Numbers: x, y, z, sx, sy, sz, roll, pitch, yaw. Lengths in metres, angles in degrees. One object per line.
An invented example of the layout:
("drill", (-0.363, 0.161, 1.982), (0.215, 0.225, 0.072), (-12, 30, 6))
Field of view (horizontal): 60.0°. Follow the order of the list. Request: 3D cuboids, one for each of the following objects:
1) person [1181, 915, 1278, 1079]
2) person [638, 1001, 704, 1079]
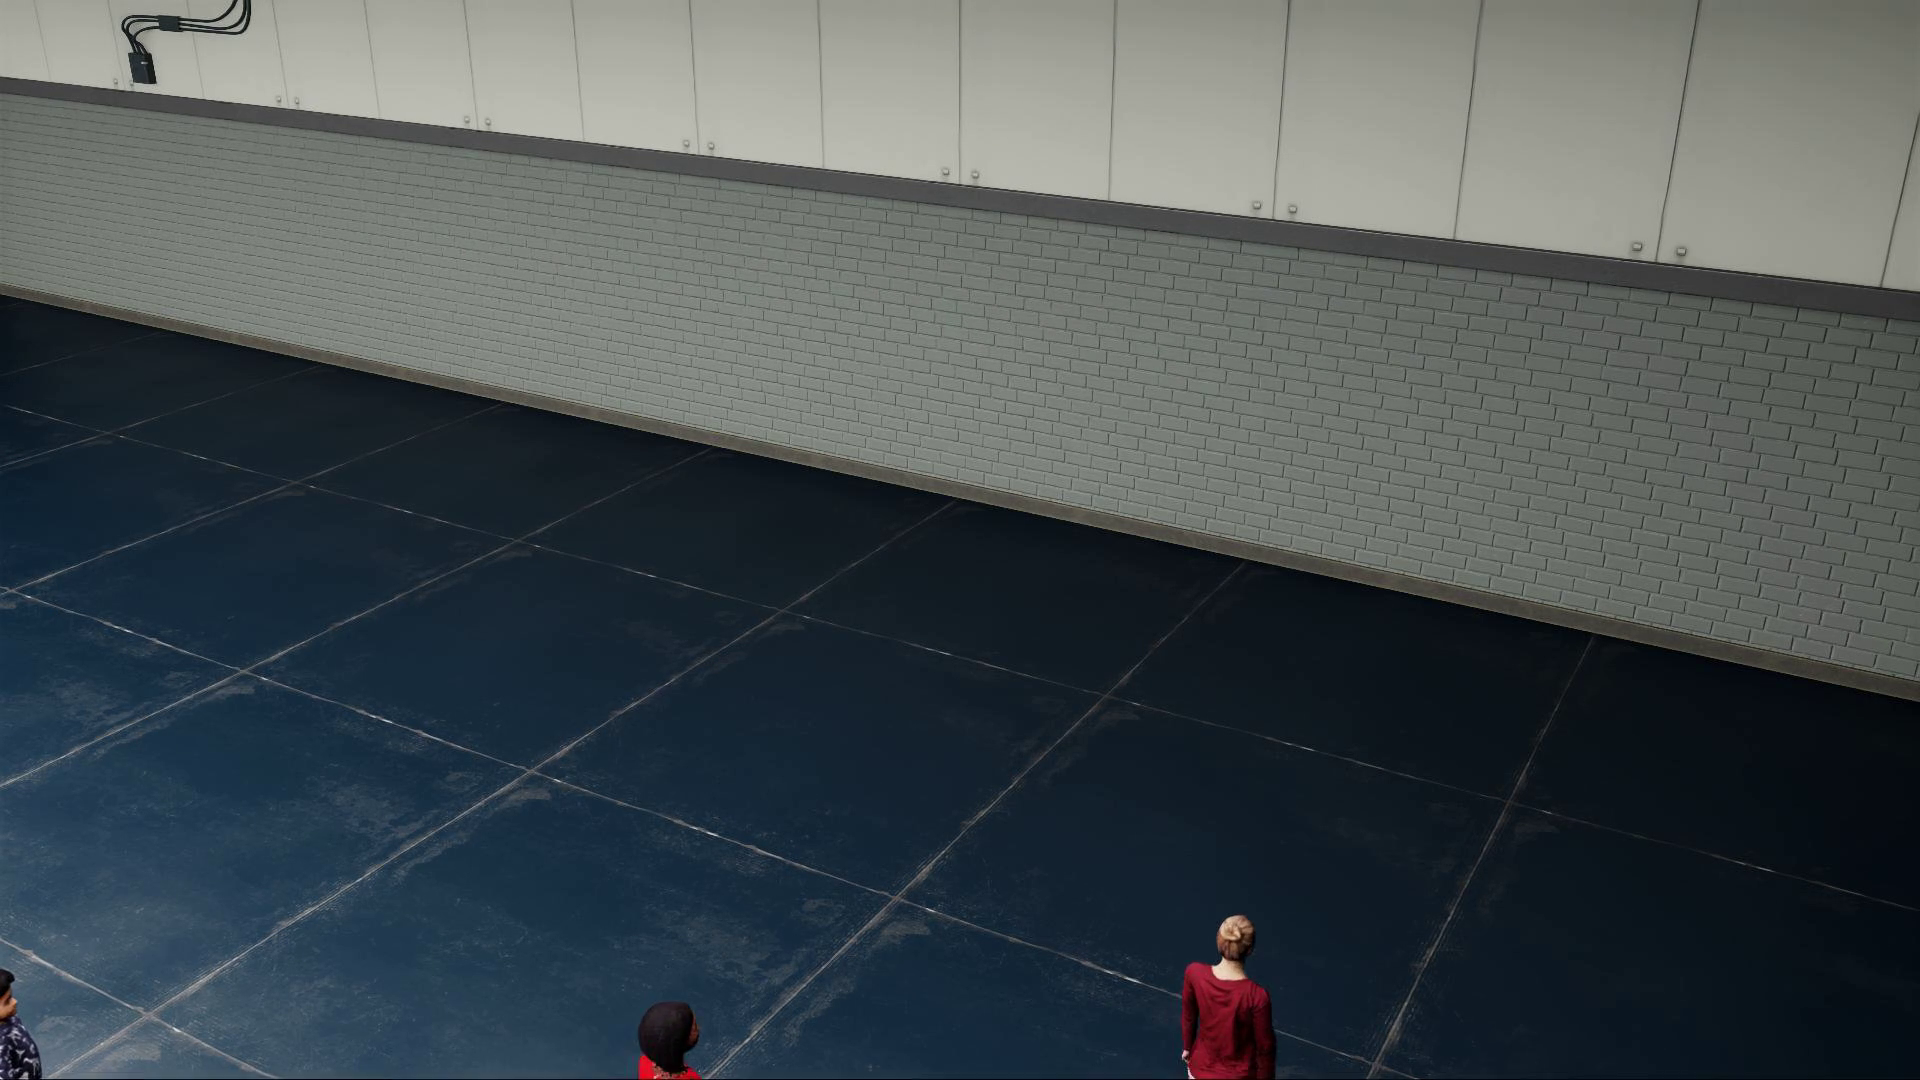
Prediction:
("person", (1.161, 2.439, 7.467), (0.648, 1.687, 0.748), (14, 27, 29))
("person", (-1.209, 2.674, 6.855), (0.715, 1.733, 0.673), (-17, 29, -35))
